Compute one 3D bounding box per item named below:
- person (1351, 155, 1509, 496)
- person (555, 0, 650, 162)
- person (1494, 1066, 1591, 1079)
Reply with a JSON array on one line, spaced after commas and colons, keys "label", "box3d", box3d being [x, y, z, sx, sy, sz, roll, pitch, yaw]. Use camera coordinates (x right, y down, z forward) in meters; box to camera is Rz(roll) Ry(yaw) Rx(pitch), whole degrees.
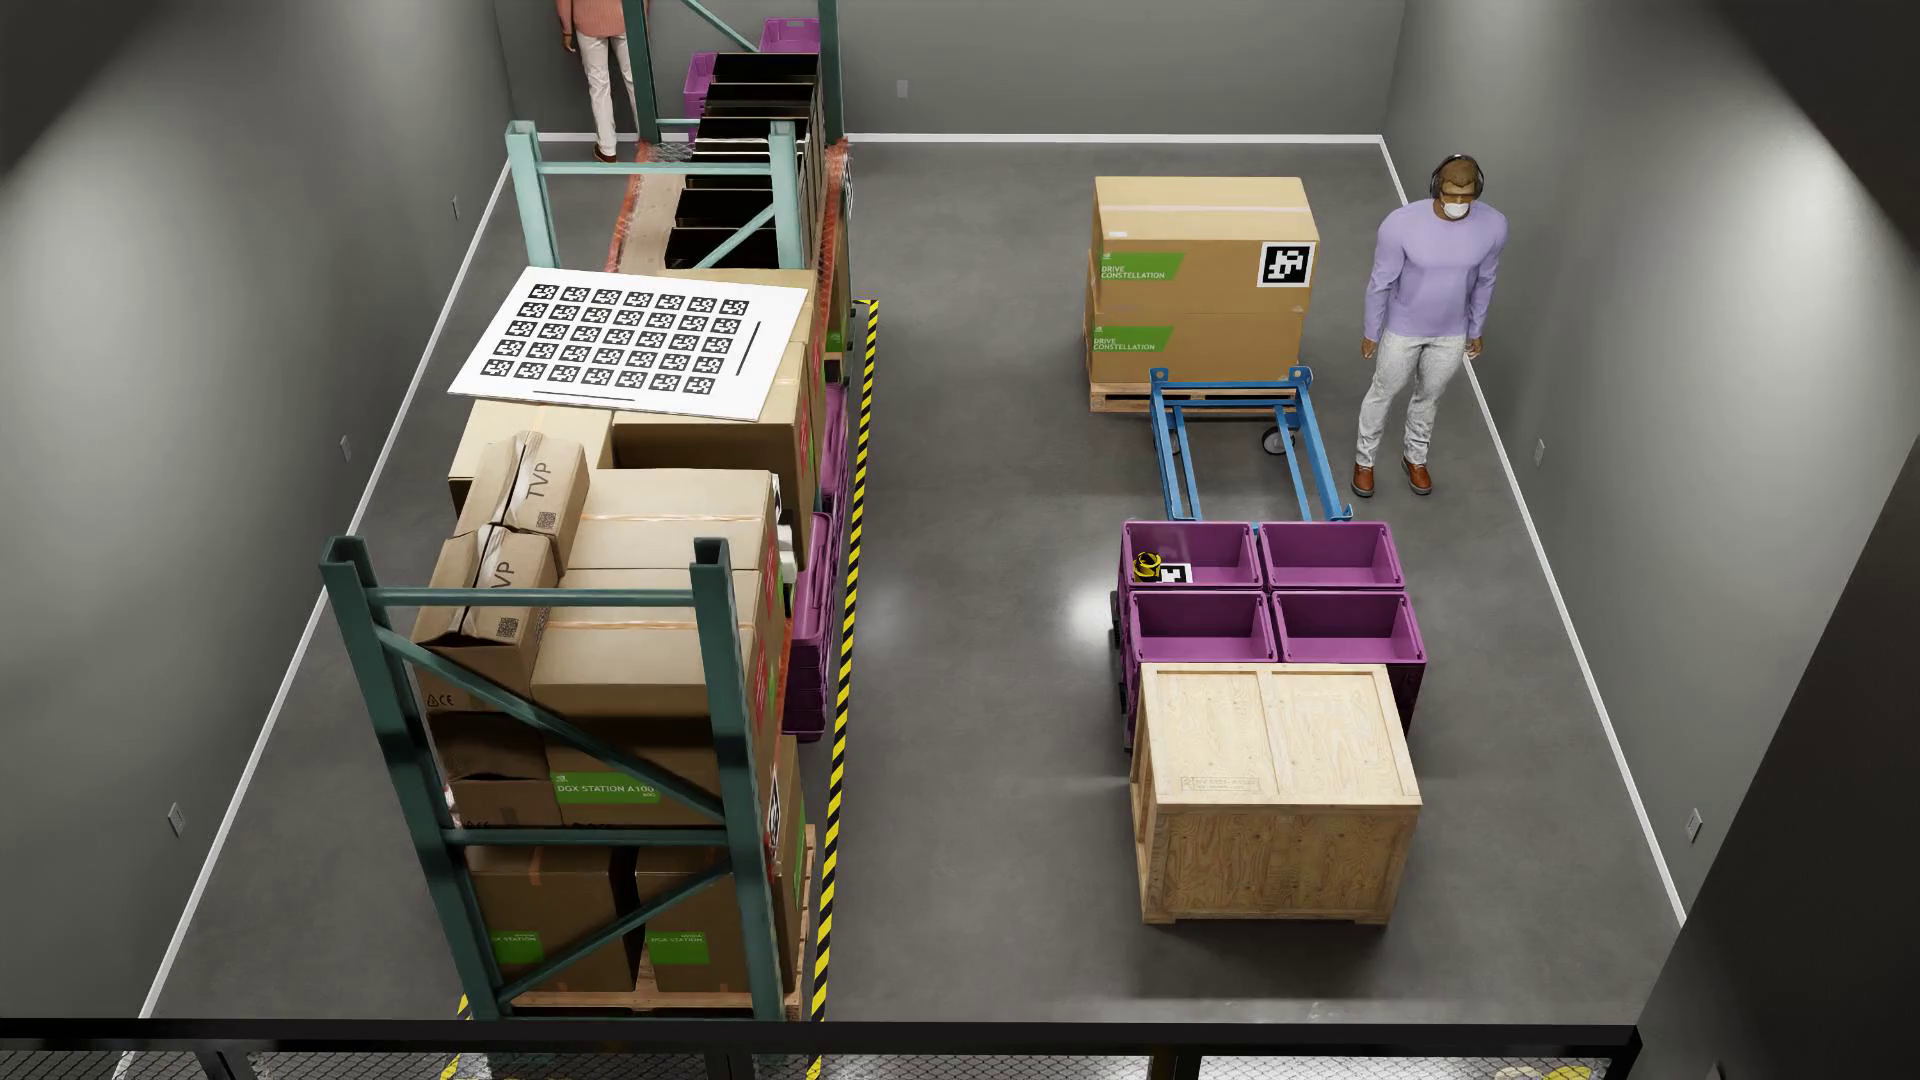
[{"label": "person", "box3d": [2.321, -1.056, 8.318, 0.638, 1.938, 0.357, -2, 41, -2]}, {"label": "person", "box3d": [-2.351, -3.434, 10.987, 0.614, 1.993, 0.395, -15, 43, -16]}, {"label": "person", "box3d": [1.608, 2.072, 4.829, 0.404, 1.831, 0.600, 5, 41, 5]}]
